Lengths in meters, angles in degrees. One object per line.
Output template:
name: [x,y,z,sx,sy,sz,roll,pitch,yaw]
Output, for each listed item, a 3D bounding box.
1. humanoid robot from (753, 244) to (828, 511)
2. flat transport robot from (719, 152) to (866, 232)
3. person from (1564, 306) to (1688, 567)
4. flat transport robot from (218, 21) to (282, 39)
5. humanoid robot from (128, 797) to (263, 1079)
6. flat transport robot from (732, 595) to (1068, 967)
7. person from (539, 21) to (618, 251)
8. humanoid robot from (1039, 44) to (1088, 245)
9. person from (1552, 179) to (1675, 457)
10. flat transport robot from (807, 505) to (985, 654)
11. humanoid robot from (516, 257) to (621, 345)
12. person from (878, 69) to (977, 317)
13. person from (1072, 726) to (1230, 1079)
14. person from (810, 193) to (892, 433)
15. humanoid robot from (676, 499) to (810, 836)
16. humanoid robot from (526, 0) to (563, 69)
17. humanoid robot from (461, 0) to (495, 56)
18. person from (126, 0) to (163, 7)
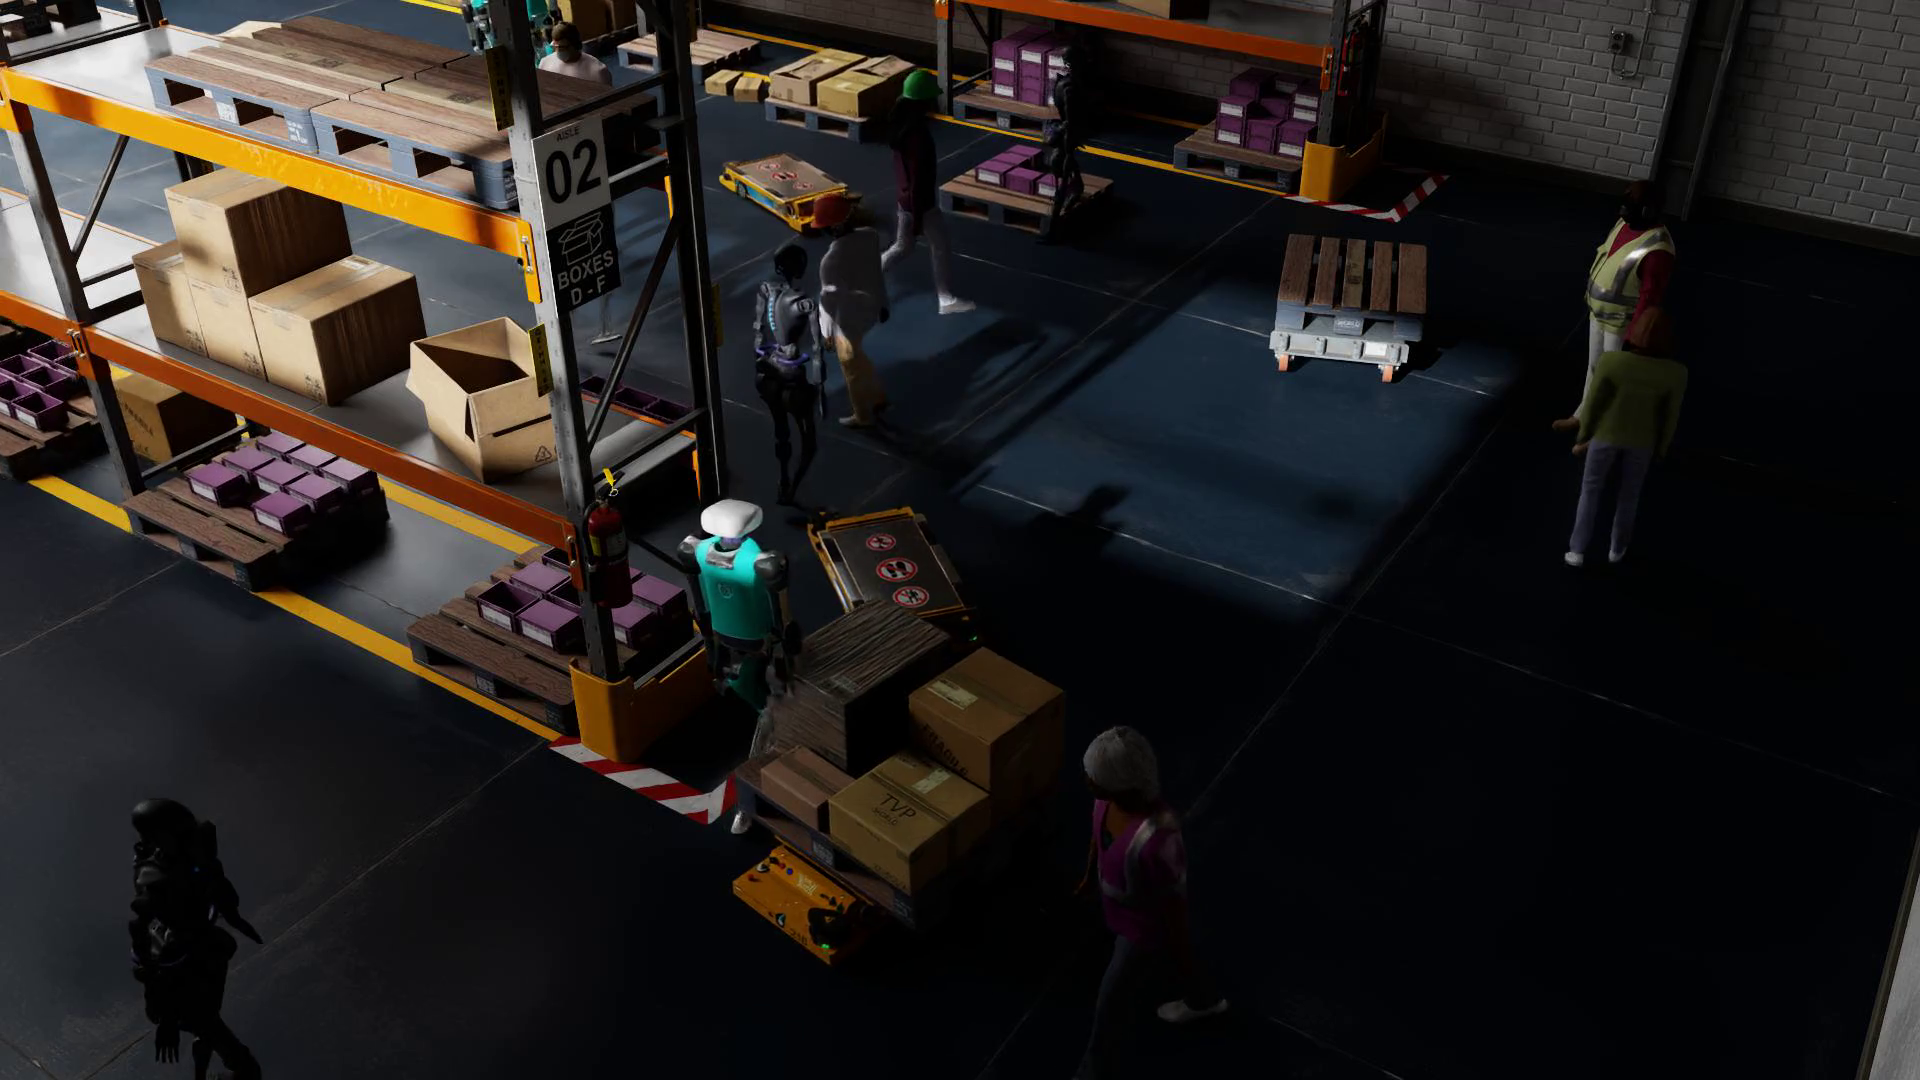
humanoid robot: [-1.068,-0.976,10.089,0.610,1.644,0.472,25,41,33]
flat transport robot: [-1.483,-3.068,14.588,0.659,0.231,1.431,-21,39,-29]
person: [3.792,-0.557,9.501,0.510,1.649,0.414,10,34,15]
flat transport robot: [-6.608,-4.009,16.035,1.431,0.231,0.659,7,34,10]
humanoid robot: [-2.840,1.577,6.184,0.611,1.647,0.612,4,33,6]
flat transport robot: [-0.309,1.375,7.760,0.659,0.231,1.431,27,42,35]
person: [-3.015,-3.160,13.206,0.626,1.934,0.372,9,34,14]
humanoid robot: [0.848,-3.200,13.502,0.430,1.638,0.599,2,33,4]
person: [4.183,-1.410,10.599,0.429,1.844,0.621,-2,33,-3]
flat transport robot: [-0.391,0.216,9.540,0.659,0.231,1.431,-10,34,-15]
humanoid robot: [-2.802,-2.075,11.757,1.031,1.763,0.542,5,33,8]
person: [-0.350,-2.511,12.224,0.903,1.921,0.491,-13,35,-20]
person: [0.729,1.382,6.355,0.894,1.799,0.566,-13,35,-19]
person: [-0.725,-1.455,10.779,0.382,1.709,0.603,18,37,25]
humanoid robot: [-0.871,0.507,7.769,0.573,1.779,0.892,14,36,21]
humanoid robot: [-3.811,-4.498,15.454,0.535,1.817,0.657,-25,41,-33]
humanoid robot: [-4.359,-4.718,15.814,0.546,1.807,0.803,-19,38,-27]
person: [-9.878,-7.216,19.606,0.751,1.752,0.455,-26,41,-34]
